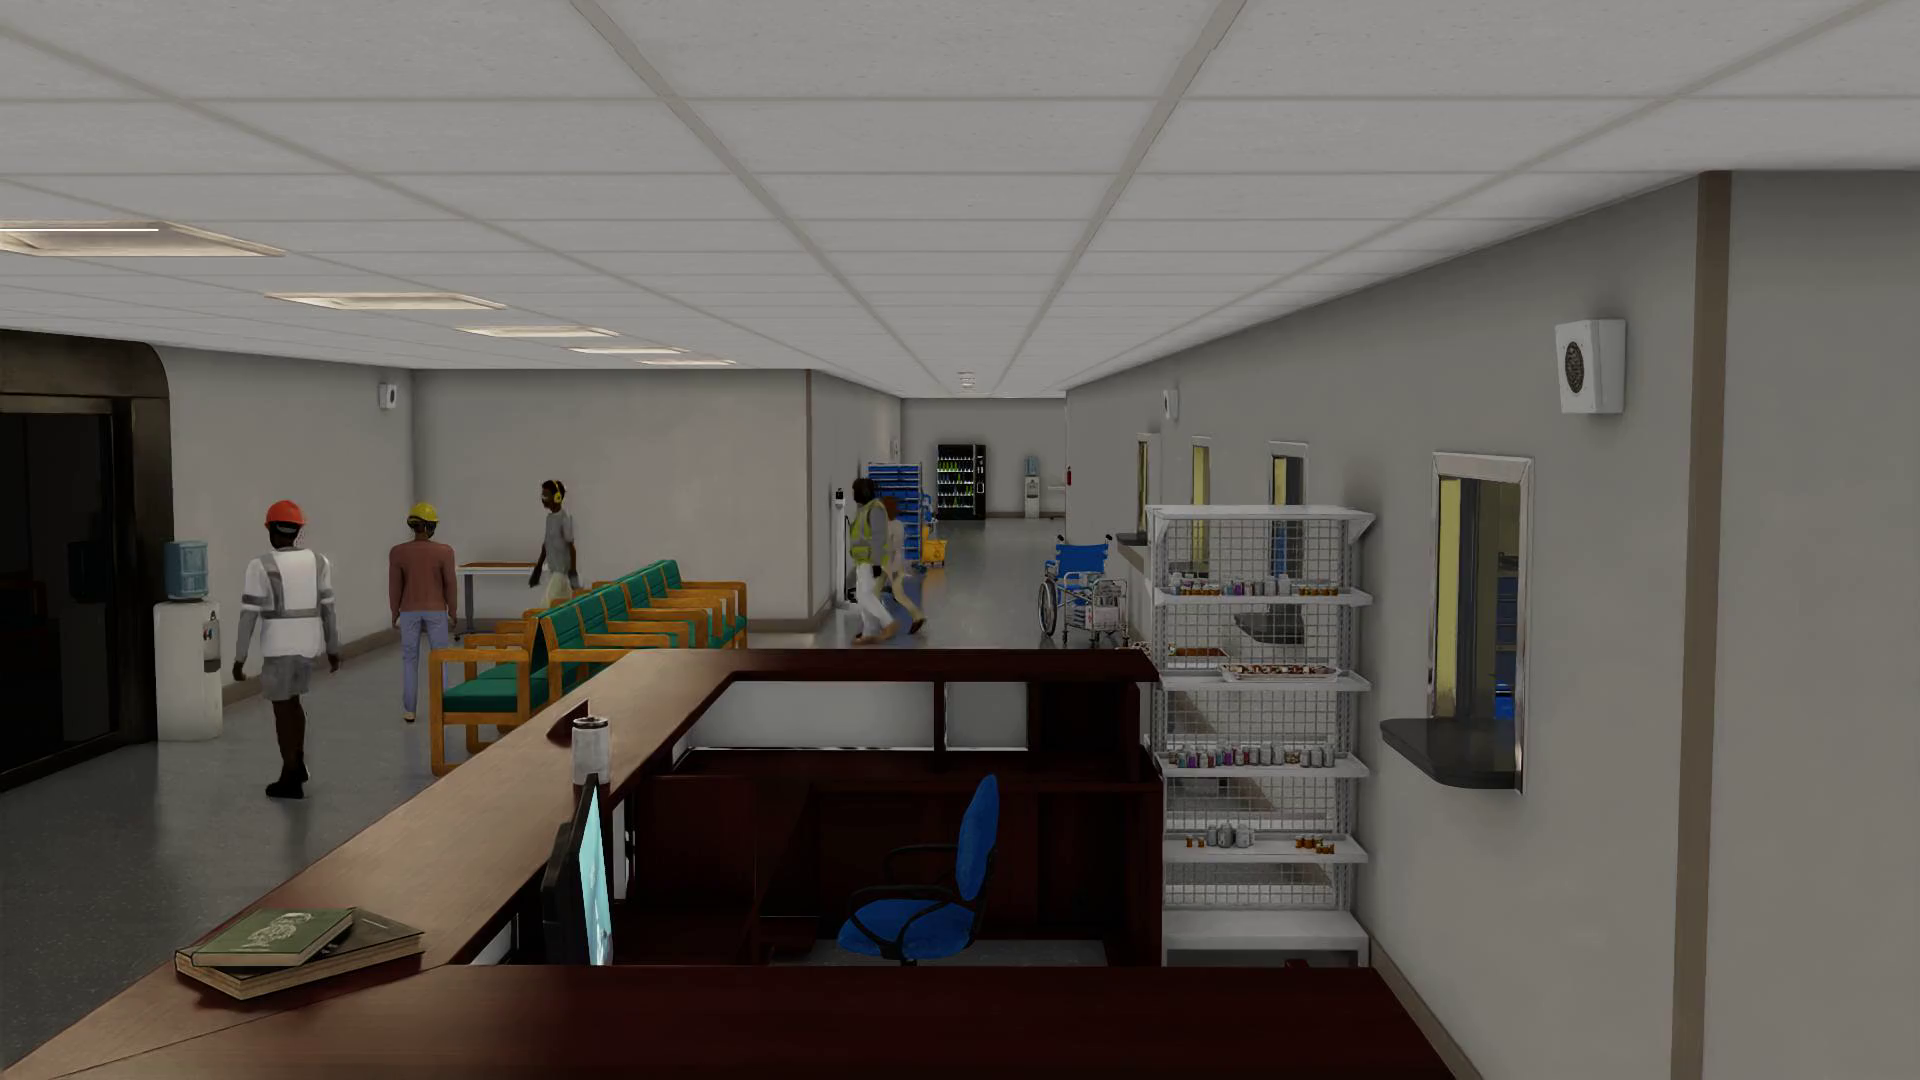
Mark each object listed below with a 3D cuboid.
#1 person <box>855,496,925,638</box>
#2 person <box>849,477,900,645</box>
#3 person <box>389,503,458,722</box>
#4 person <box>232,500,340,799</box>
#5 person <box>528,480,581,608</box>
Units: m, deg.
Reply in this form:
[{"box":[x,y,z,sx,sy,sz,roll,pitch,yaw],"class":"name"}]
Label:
[{"box":[-0.767,0.293,18.659,0.817,1.600,0.508,-3,5,-39],"class":"person"},{"box":[-0.973,0.236,17.880,0.442,1.823,0.640,-1,4,-16],"class":"person"},{"box":[-4.323,0.583,13.418,0.530,1.765,0.325,-1,4,-8],"class":"person"},{"box":[-4.359,0.702,10.734,0.519,1.907,0.683,3,5,37],"class":"person"},{"box":[-4.093,0.334,16.453,0.900,1.834,0.520,-2,5,-28],"class":"person"}]
